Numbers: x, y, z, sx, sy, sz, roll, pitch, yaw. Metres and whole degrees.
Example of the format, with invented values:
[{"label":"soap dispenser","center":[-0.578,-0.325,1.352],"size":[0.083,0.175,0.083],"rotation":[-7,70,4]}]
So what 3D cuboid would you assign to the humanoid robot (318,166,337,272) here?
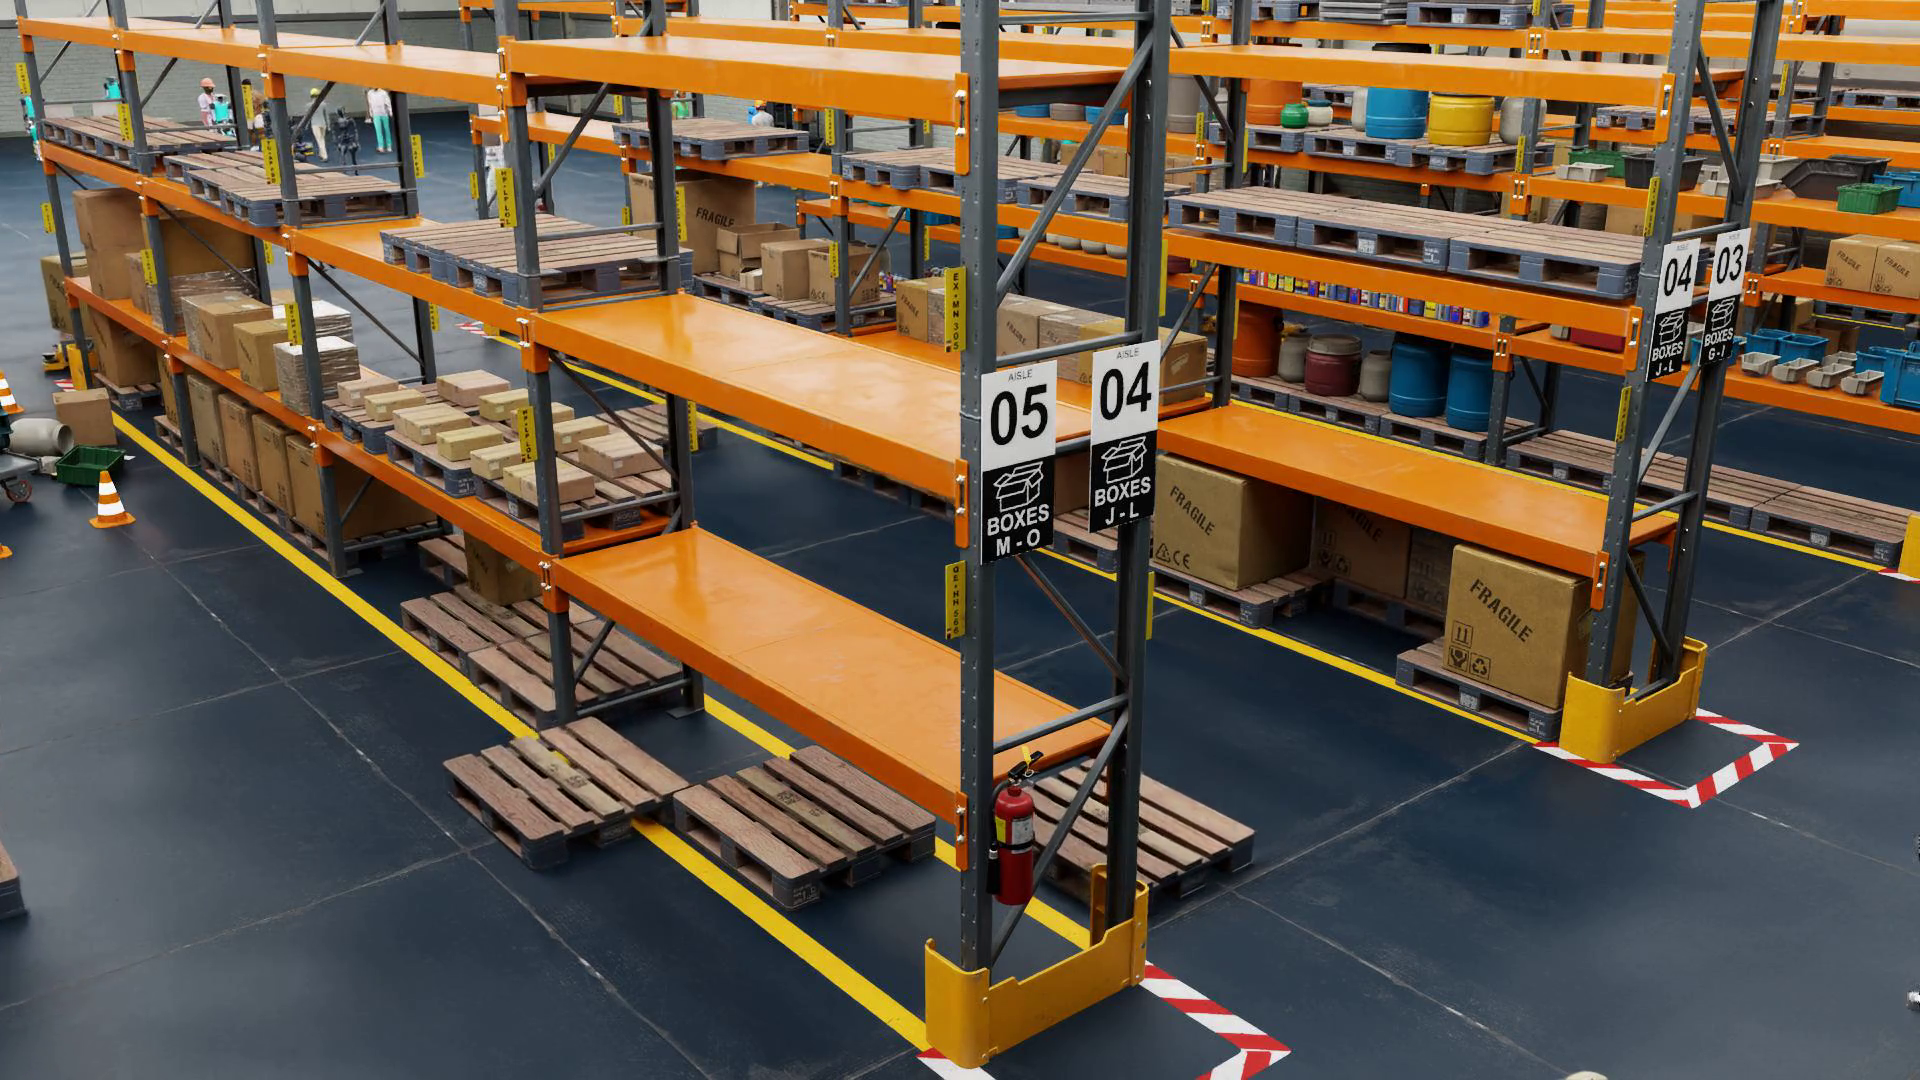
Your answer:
[{"label":"humanoid robot","center":[-10.099,-5.067,26.238],"size":[0.601,1.648,0.336],"rotation":[1,19,3]}]

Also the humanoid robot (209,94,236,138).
[{"label":"humanoid robot","center":[-16.811,-9.322,38.368],"size":[0.838,1.865,0.552],"rotation":[13,23,34]}]

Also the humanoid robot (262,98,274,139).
[{"label":"humanoid robot","center":[-15.915,-9.397,38.578],"size":[0.369,1.646,0.591],"rotation":[4,20,12]}]

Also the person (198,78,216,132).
[{"label":"person","center":[-17.758,-9.923,39.505],"size":[0.394,2.043,0.607],"rotation":[2,19,5]}]

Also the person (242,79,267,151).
[{"label":"person","center":[-17.957,-10.828,42.397],"size":[0.848,1.822,0.441],"rotation":[2,19,6]}]

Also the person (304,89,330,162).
[{"label":"person","center":[-15.617,-10.060,40.361],"size":[0.541,1.725,0.870],"rotation":[-18,26,-42]}]

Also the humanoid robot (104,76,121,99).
[{"label":"humanoid robot","center":[-22.583,-11.381,44.161],"size":[0.542,1.794,0.910],"rotation":[3,20,8]}]

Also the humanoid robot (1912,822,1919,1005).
[{"label":"humanoid robot","center":[4.713,1.484,7.659],"size":[0.714,1.898,0.541],"rotation":[6,20,16]}]

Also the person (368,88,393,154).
[{"label":"person","center":[-14.632,-10.724,42.059],"size":[0.618,1.851,1.000],"rotation":[-1,19,-4]}]

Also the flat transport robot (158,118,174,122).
[{"label":"flat transport robot","center":[-19.934,-9.594,41.239],"size":[1.431,0.231,0.659],"rotation":[-5,20,-14]}]

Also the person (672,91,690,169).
[{"label":"person","center":[-6.378,-9.412,38.147],"size":[0.385,1.977,0.488],"rotation":[11,22,29]}]

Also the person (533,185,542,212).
[{"label":"person","center":[-6.498,-4.678,24.777],"size":[0.627,1.907,1.021],"rotation":[8,21,21]}]

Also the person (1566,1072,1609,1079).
[{"label":"person","center":[1.742,2.357,4.921],"size":[0.387,1.798,0.603],"rotation":[-17,26,-41]}]

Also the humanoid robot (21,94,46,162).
[{"label":"humanoid robot","center":[-22.255,-9.992,40.163],"size":[0.553,1.734,0.945],"rotation":[-8,21,-21]}]

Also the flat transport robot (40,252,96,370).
[{"label":"flat transport robot","center":[-10.518,-2.320,20.538],"size":[1.431,0.231,0.659],"rotation":[-10,22,-26]}]

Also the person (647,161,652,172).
[{"label":"person","center":[-6.063,-7.621,33.424],"size":[0.469,1.735,0.324],"rotation":[-3,20,-9]}]

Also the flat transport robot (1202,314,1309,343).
[{"label":"flat transport robot","center":[3.853,-2.767,21.811],"size":[0.659,0.231,1.431],"rotation":[-14,24,-34]}]

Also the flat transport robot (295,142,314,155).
[{"label":"flat transport robot","center":[-16.700,-9.883,42.063],"size":[0.659,0.231,1.431],"rotation":[-7,20,-19]}]

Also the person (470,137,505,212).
[{"label":"person","center":[-9.114,-7.250,32.199],"size":[0.947,1.837,0.613],"rotation":[-9,21,-24]}]

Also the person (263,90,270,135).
[{"label":"person","center":[-18.566,-11.579,44.748],"size":[0.322,1.691,0.531],"rotation":[-7,20,-19]}]

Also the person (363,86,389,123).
[{"label":"person","center":[-17.593,-13.514,50.028],"size":[0.542,1.835,0.928],"rotation":[15,24,36]}]

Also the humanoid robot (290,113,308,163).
[{"label":"humanoid robot","center":[-13.989,-8.221,35.305],"size":[0.768,1.649,0.586],"rotation":[-2,19,-5]}]

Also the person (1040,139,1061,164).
[{"label":"person","center":[1.680,-6.895,31.311],"size":[0.417,1.759,0.537],"rotation":[-2,19,-6]}]

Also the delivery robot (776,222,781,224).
[{"label":"delivery robot","center":[-3.008,-5.008,27.784],"size":[0.810,0.612,0.499],"rotation":[-16,25,-38]}]

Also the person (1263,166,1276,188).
[{"label":"person","center":[5.062,-5.699,27.857],"size":[0.577,1.794,0.964],"rotation":[-8,21,-21]}]

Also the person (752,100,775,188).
[{"label":"person","center":[-4.233,-8.521,35.751],"size":[0.569,1.889,0.389],"rotation":[-11,22,-29]}]

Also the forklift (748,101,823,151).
[{"label":"forklift","center":[-4.526,-11.368,42.374],"size":[1.129,2.768,1.873],"rotation":[-15,24,-37]}]

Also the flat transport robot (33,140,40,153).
[{"label":"flat transport robot","center":[-23.411,-10.108,42.704],"size":[0.659,0.231,1.431],"rotation":[-10,22,-26]}]

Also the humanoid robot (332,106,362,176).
[{"label":"humanoid robot","center":[-13.656,-8.845,37.075],"size":[0.607,1.633,0.779],"rotation":[-3,20,-8]}]

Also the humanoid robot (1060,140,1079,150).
[{"label":"humanoid robot","center":[2.426,-7.677,33.624],"size":[0.996,1.774,0.531],"rotation":[-15,25,-37]}]
